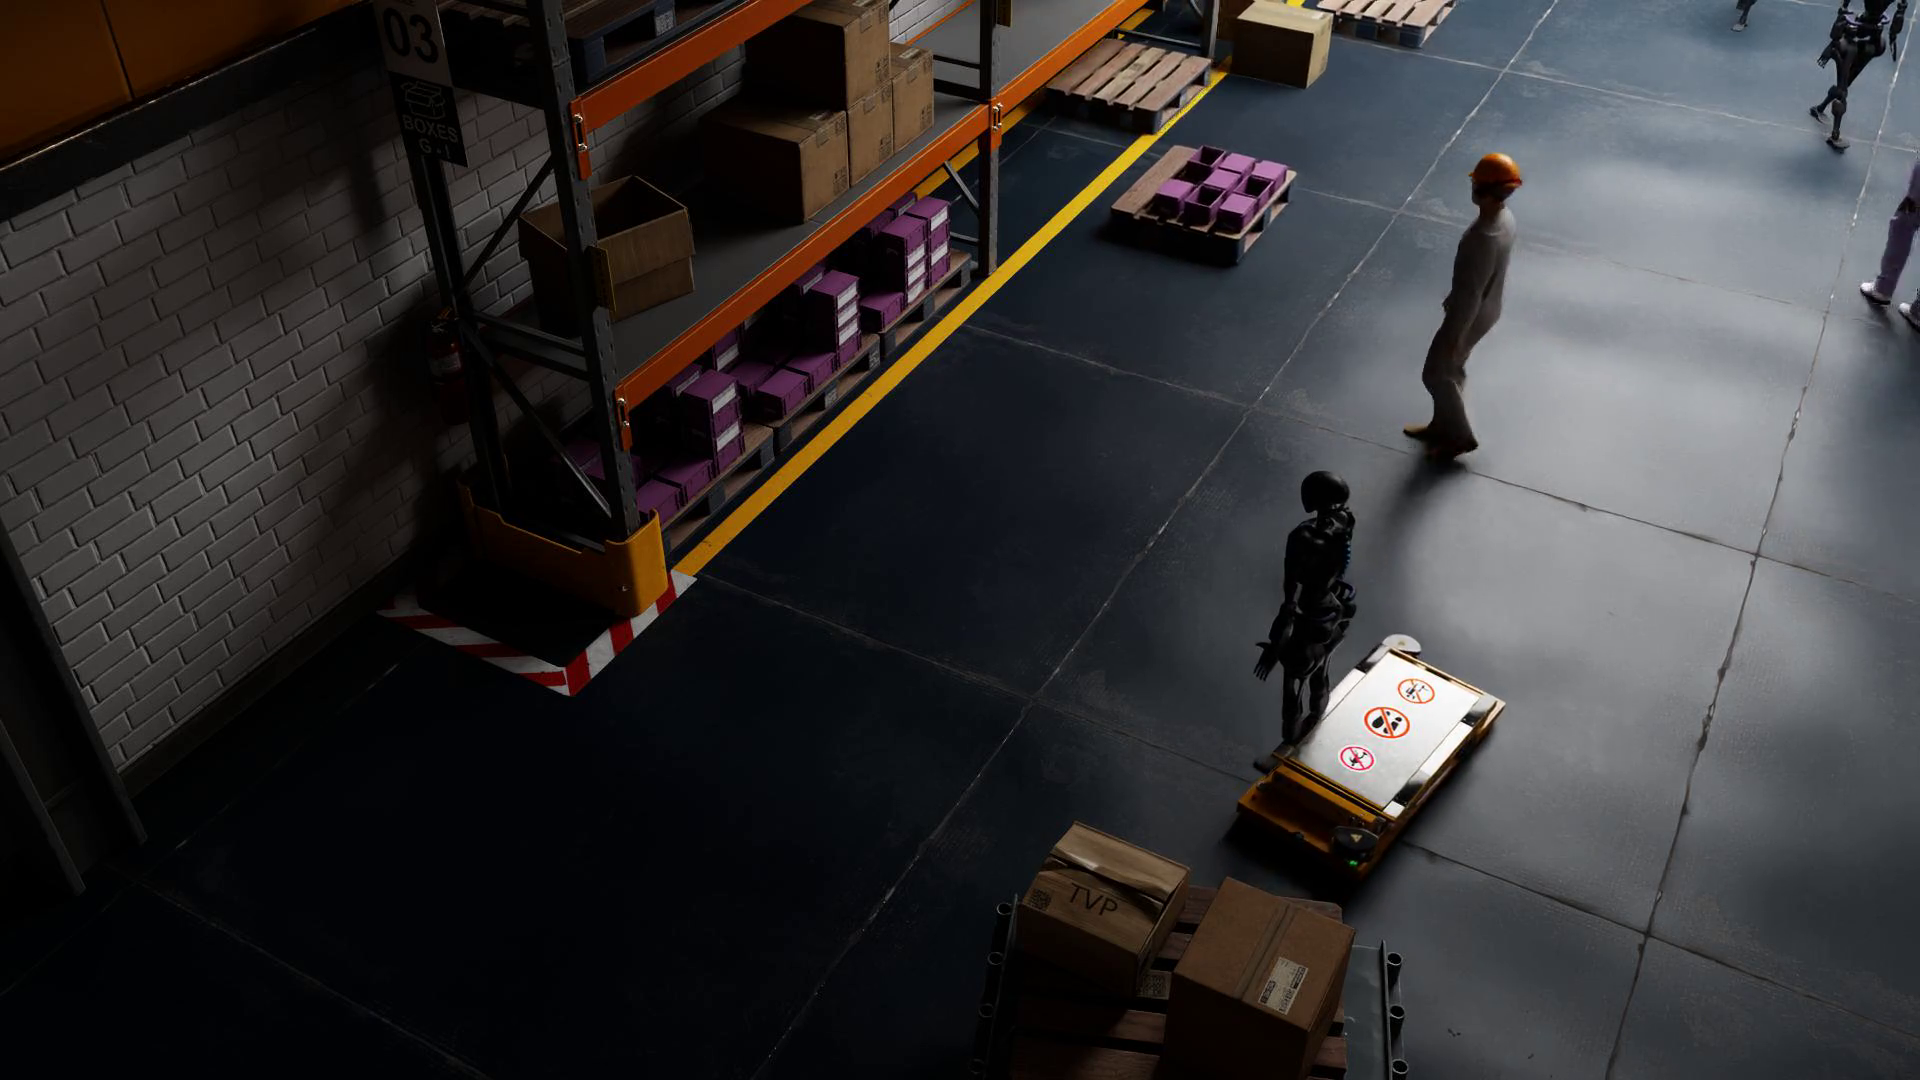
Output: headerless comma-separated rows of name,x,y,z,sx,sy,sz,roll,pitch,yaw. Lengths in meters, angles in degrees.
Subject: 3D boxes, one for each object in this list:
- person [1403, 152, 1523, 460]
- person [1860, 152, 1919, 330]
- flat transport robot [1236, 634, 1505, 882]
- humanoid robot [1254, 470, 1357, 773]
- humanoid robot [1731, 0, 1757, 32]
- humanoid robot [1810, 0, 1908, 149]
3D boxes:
person,2.913,-1.312,9.584,0.404,1.871,0.592,15,41,18
person,6.438,-2.324,10.828,0.675,1.882,0.704,2,39,2
flat transport robot,1.996,1.001,7.968,0.659,0.231,1.431,28,46,30
humanoid robot,1.607,0.384,7.609,0.341,1.651,0.588,27,46,30
humanoid robot,7.272,-5.478,14.959,0.587,1.637,0.689,27,46,29
humanoid robot,7.104,-3.945,13.066,0.610,1.624,0.785,-4,39,-5
